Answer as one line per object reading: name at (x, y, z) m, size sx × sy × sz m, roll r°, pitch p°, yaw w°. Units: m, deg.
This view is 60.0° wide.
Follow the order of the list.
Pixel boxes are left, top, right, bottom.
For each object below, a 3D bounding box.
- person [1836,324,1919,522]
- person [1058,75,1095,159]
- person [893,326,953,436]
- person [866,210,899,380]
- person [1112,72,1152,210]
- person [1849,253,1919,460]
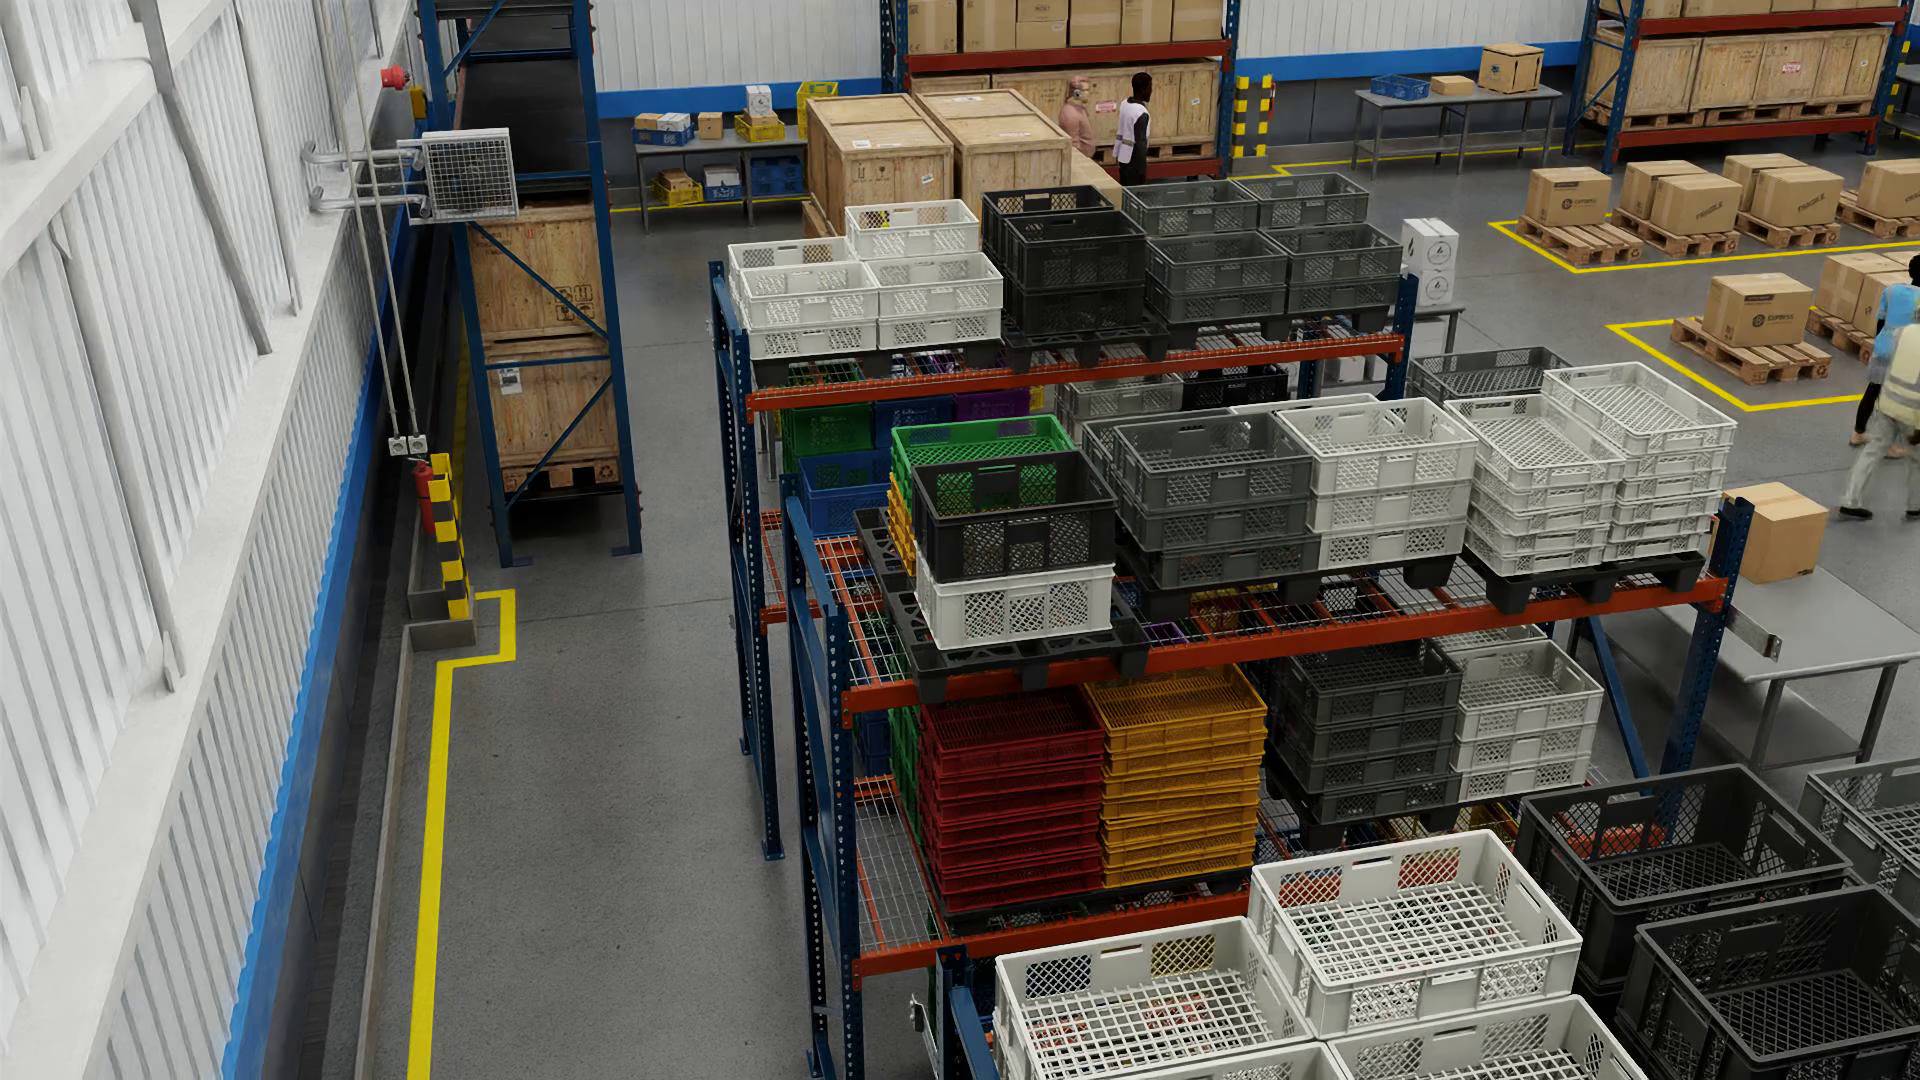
person at (7.025, -0.972, 12.245) m, size 0.863 × 1.777 × 0.594 m, roll -10°, pitch 29°, yaw -17°
person at (1.248, -4.035, 17.926) m, size 0.408 × 1.913 × 0.638 m, roll 0°, pitch 28°, yaw 1°
person at (-0.276, -0.937, 12.074) m, size 0.573 × 1.887 × 0.354 m, roll -23°, pitch 35°, yaw -36°
person at (-0.627, -1.898, 13.924) m, size 0.329 × 1.865 × 0.515 m, roll -8°, pitch 29°, yaw -15°
person at (1.869, -4.117, 18.088) m, size 0.388 × 1.911 × 0.591 m, roll -8°, pitch 29°, yaw -14°
person at (7.519, -1.486, 13.317) m, size 0.321 × 1.695 × 0.529 m, roll -8°, pitch 29°, yaw -15°
